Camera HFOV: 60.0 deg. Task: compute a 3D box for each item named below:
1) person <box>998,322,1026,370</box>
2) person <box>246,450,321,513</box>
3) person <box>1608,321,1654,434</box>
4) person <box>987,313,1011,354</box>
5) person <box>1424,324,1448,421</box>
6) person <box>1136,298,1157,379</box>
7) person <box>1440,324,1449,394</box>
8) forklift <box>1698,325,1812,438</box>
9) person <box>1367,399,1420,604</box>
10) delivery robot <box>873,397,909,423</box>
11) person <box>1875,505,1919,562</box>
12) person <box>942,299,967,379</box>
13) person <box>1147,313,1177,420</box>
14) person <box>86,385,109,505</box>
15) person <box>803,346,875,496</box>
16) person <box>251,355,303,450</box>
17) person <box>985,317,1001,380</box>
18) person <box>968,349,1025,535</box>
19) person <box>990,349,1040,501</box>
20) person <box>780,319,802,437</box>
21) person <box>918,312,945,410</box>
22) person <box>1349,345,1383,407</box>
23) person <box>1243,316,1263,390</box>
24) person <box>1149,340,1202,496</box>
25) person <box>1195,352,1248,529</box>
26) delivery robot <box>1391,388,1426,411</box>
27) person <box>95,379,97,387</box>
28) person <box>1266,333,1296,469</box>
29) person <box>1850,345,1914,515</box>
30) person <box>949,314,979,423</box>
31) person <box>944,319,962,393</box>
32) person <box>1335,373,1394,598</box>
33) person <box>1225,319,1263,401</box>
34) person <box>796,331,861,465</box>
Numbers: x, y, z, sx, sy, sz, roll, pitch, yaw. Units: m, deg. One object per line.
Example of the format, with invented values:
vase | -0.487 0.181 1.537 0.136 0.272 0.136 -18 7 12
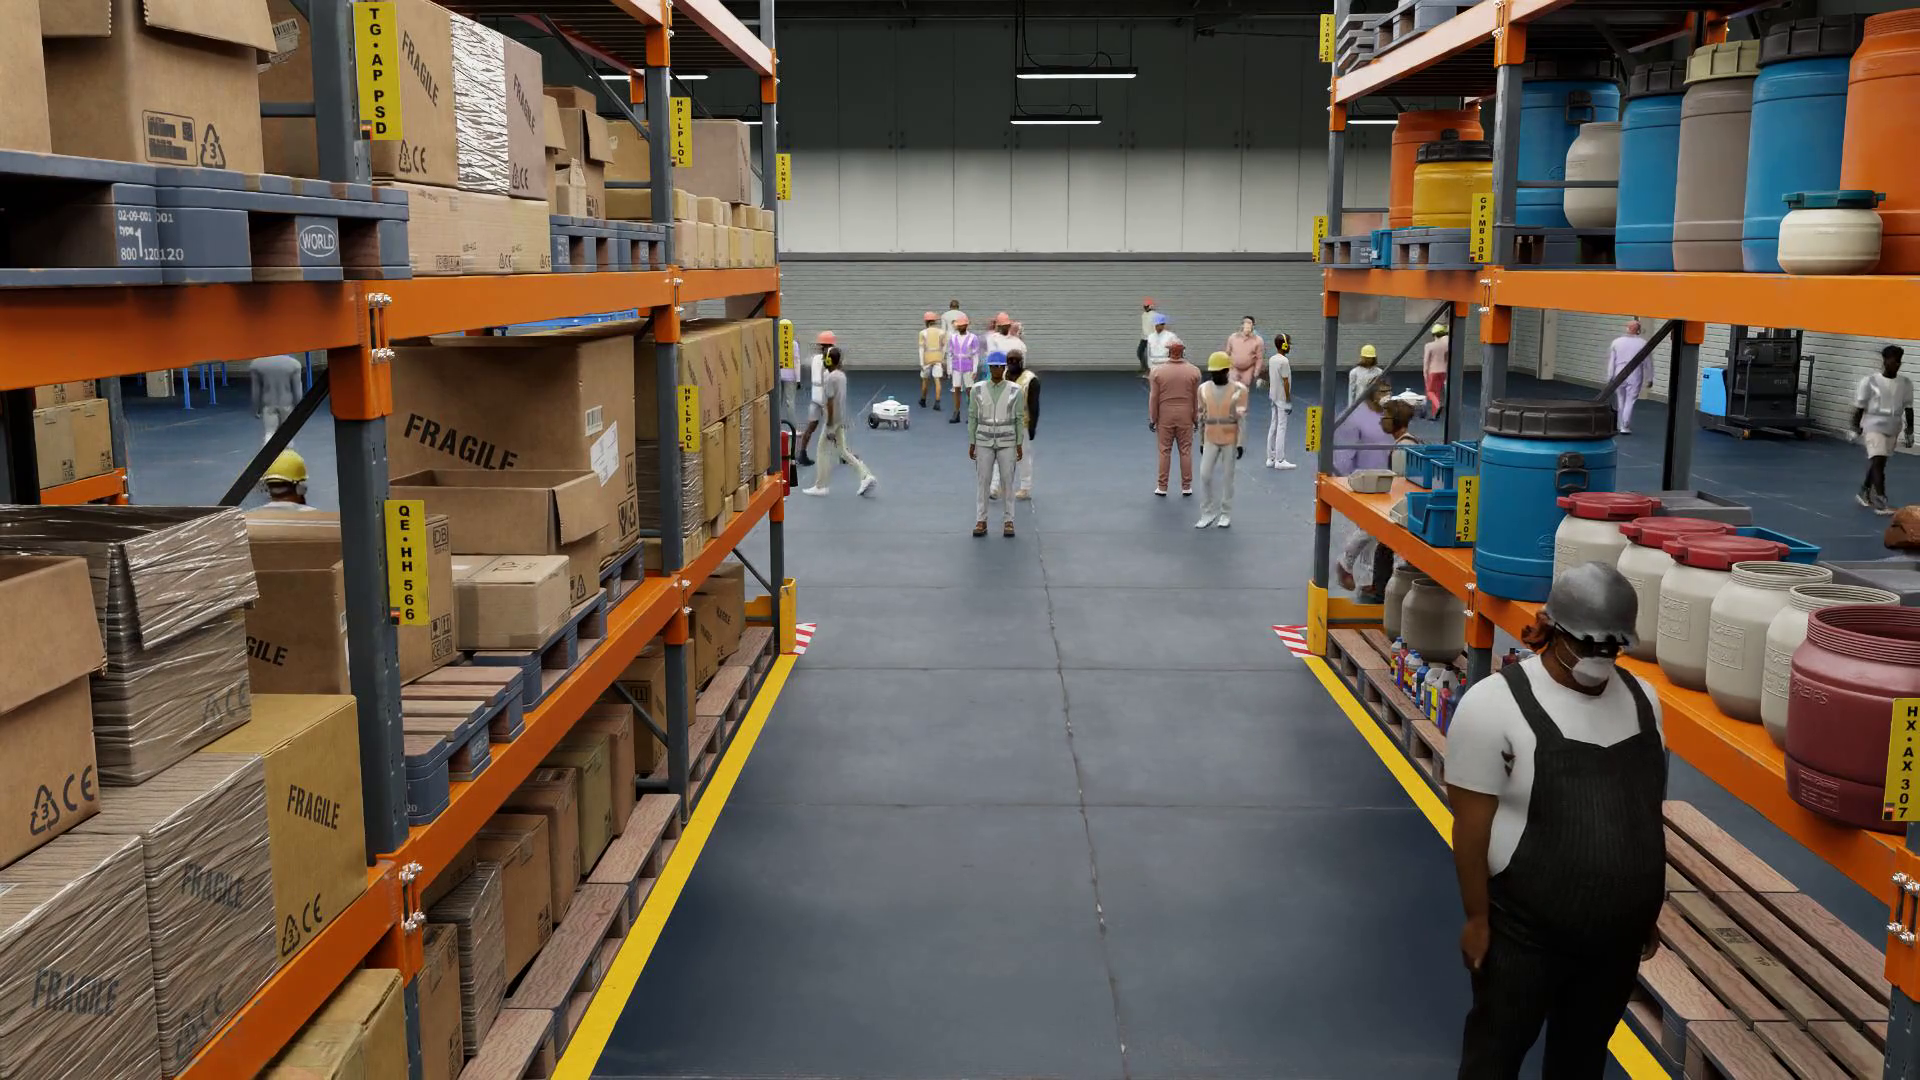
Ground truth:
person | 0.821 -2.629 27.263 0.551 1.882 0.693 -6 11 -33
person | -3.719 0.395 9.370 0.613 1.808 0.572 2 10 9
person | 11.271 -2.720 27.847 0.681 1.862 0.939 8 12 39
person | 0.764 -2.919 28.734 0.635 1.983 1.025 -4 10 -24
person | 8.604 -3.010 29.951 0.530 1.752 0.554 -2 10 -13
person | 4.598 -4.969 40.991 0.548 1.975 0.651 -6 11 -30
person | 10.130 -3.687 34.459 0.520 1.579 0.845 1 10 7
forklift | 13.248 -3.165 27.620 1.129 2.768 1.873 0 9 1
person | 3.317 -0.176 12.784 0.810 1.808 0.520 2 10 13
delivery robot | -1.191 -2.232 28.705 0.477 0.478 0.707 -7 12 -36
person | 4.943 0.608 8.745 0.514 1.587 0.847 -2 10 -10
person | -0.139 -4.965 41.090 0.630 1.940 0.370 0 9 1
person | 3.704 -3.162 30.313 0.605 1.932 0.695 7 12 35
person | -8.492 -0.736 16.518 0.597 1.683 0.534 -7 12 -38
person | -1.483 -1.447 20.354 0.888 1.836 0.525 4 10 23
person | -9.058 -1.781 22.084 0.643 1.921 0.663 -2 10 -13
person | 0.637 -3.431 32.311 0.867 1.808 0.556 8 12 39
person | 0.380 -1.025 17.455 0.607 1.951 0.380 1 10 8
person | 0.623 -1.368 19.923 0.653 1.807 0.788 5 11 30
person | -2.883 -2.666 27.382 0.585 1.917 0.382 4 10 21
person | -0.558 -3.498 32.465 0.568 1.885 0.985 -3 10 -16
person | 5.661 -1.867 23.262 0.494 1.727 0.794 -1 10 -5
person | 6.427 -4.095 36.652 0.590 1.684 0.542 7 12 36
person | 2.636 -1.496 20.406 0.651 1.907 0.409 0 9 0
person | 2.776 -1.058 17.808 0.594 1.894 0.759 4 10 24
delivery robot | 8.240 -2.544 30.571 0.707 0.478 0.477 -7 12 -35
person | -11.373 -1.648 21.346 0.598 1.905 0.440 -7 12 -37
person | 4.481 -1.942 23.179 0.328 1.875 0.513 -3 10 -18
person | 10.625 -1.292 19.173 0.630 1.921 1.010 0 9 -1
person | 0.047 -3.056 29.659 0.551 1.935 0.370 4 10 23
person | -0.151 -4.009 36.348 0.522 1.617 0.682 8 12 39
person | 3.489 -0.453 14.098 0.652 1.926 0.471 -5 11 -30
person | 4.975 -2.965 29.350 0.712 1.867 0.601 2 10 12
person | -1.914 -2.004 23.544 1.012 1.889 0.550 -8 12 -40
